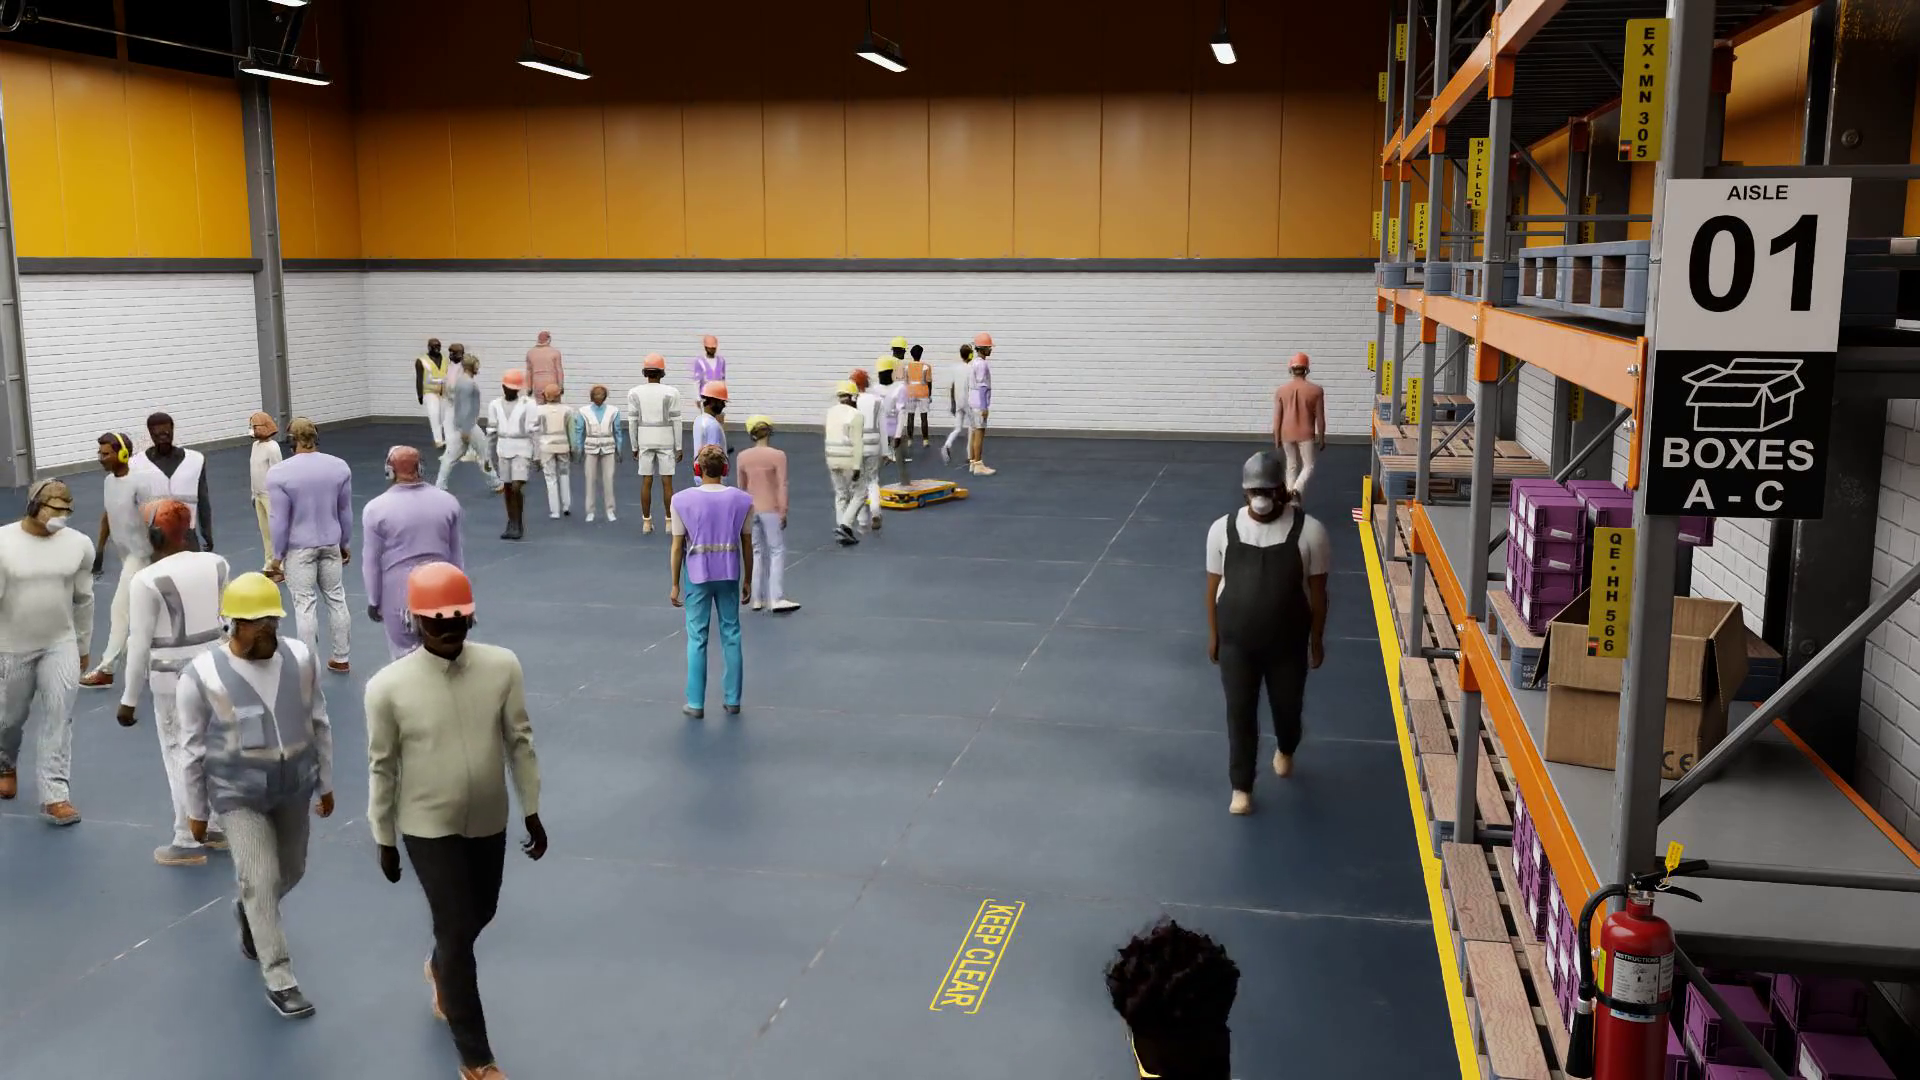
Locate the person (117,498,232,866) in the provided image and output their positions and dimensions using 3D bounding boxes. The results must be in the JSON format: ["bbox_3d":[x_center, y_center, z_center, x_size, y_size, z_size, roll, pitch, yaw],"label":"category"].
[{"bbox_3d":[-3.927,0.718,8.378,0.396,1.877,0.591,3,10,19],"label":"person"}]

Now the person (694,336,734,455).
[{"bbox_3d":[-3.906,-2.275,26.338,0.574,1.891,0.953,-5,11,-30],"label":"person"}]

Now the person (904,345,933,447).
[{"bbox_3d":[-0.710,-2.387,27.625,0.532,1.697,0.319,1,9,7],"label":"person"}]

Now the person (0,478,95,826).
[{"bbox_3d":[-5.116,0.583,9.187,0.905,1.890,0.673,9,13,44],"label":"person"}]

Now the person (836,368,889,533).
[{"bbox_3d":[-1.094,-0.990,18.693,0.592,1.871,0.450,-2,10,-12],"label":"person"}]

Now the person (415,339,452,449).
[{"bbox_3d":[-8.542,-2.392,27.345,0.628,1.807,0.895,-9,13,-42],"label":"person"}]

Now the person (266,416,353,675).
[{"bbox_3d":[-4.737,0.064,12.148,0.373,1.936,0.629,8,13,41],"label":"person"}]

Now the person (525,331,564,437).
[{"bbox_3d":[-7.098,-2.610,28.411,0.675,1.887,0.443,2,10,10],"label":"person"}]

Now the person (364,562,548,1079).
[{"bbox_3d":[-1.932,1.026,6.289,0.603,1.964,0.950,-8,13,-41],"label":"person"}]

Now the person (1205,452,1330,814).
[{"bbox_3d":[1.714,0.472,9.368,0.689,2.000,0.770,3,10,15],"label":"person"}]

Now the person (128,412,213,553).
[{"bbox_3d":[-6.149,-0.053,12.951,0.610,1.901,0.440,-6,11,-34],"label":"person"}]

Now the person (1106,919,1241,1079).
[{"bbox_3d":[0.391,1.594,2.924,0.631,1.936,0.643,-2,10,-10],"label":"person"}]

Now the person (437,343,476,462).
[{"bbox_3d":[-7.743,-2.088,25.439,0.654,1.822,0.697,8,13,41],"label":"person"}]

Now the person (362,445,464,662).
[{"bbox_3d":[-3.478,0.337,10.659,0.645,1.889,0.520,-9,13,-44],"label":"person"}]

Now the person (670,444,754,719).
[{"bbox_3d":[-1.651,0.280,11.152,0.567,1.839,0.383,-4,10,-22],"label":"person"}]

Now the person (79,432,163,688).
[{"bbox_3d":[-6.083,0.141,11.994,0.503,1.827,0.933,8,12,40],"label":"person"}]

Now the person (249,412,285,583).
[{"bbox_3d":[-6.612,-0.401,15.854,0.499,1.633,0.285,8,13,41],"label":"person"}]

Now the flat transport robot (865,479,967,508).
[{"bbox_3d":[-0.566,-0.600,21.148,0.652,0.197,1.431,6,11,33],"label":"flat transport robot"}]

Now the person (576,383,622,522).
[{"bbox_3d":[-4.260,-1.032,19.648,0.523,1.636,0.309,-3,10,-17],"label":"person"}]

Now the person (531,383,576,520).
[{"bbox_3d":[-4.868,-1.060,19.880,0.523,1.620,0.553,-4,10,-25],"label":"person"}]

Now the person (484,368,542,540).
[{"bbox_3d":[-4.919,-0.929,18.225,0.626,1.902,0.544,2,10,10],"label":"person"}]

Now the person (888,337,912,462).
[{"bbox_3d":[-0.976,-2.158,25.567,0.383,1.923,0.588,-5,11,-27],"label":"person"}]

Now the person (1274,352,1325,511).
[{"bbox_3d":[4.053,-1.256,19.970,0.620,1.978,0.669,5,11,29],"label":"person"}]

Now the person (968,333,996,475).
[{"bbox_3d":[0.316,-1.964,24.039,0.390,2.045,0.607,-2,10,-9],"label":"person"}]

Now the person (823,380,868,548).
[{"bbox_3d":[-1.236,-0.818,17.898,0.616,1.787,0.581,7,12,37],"label":"person"}]

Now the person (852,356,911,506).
[{"bbox_3d":[-0.928,-1.348,20.812,0.611,1.875,0.967,8,12,39],"label":"person"}]

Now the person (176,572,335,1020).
[{"bbox_3d":[-2.912,1.003,6.882,0.811,1.808,0.593,9,13,42],"label":"person"}]

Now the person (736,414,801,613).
[{"bbox_3d":[-1.703,-0.234,14.579,0.622,1.721,0.447,5,11,28],"label":"person"}]

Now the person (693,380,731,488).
[{"bbox_3d":[-2.360,-0.564,15.952,0.369,1.929,0.542,-4,10,-25],"label":"person"}]

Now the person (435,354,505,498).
[{"bbox_3d":[-6.351,-1.465,21.535,1.084,1.881,0.645,-4,10,-24],"label":"person"}]

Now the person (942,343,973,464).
[{"bbox_3d":[0.033,-2.037,25.075,0.520,1.850,0.722,7,12,37],"label":"person"}]

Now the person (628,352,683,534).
[{"bbox_3d":[-3.409,-1.079,18.694,0.609,2.048,0.367,1,9,4],"label":"person"}]
